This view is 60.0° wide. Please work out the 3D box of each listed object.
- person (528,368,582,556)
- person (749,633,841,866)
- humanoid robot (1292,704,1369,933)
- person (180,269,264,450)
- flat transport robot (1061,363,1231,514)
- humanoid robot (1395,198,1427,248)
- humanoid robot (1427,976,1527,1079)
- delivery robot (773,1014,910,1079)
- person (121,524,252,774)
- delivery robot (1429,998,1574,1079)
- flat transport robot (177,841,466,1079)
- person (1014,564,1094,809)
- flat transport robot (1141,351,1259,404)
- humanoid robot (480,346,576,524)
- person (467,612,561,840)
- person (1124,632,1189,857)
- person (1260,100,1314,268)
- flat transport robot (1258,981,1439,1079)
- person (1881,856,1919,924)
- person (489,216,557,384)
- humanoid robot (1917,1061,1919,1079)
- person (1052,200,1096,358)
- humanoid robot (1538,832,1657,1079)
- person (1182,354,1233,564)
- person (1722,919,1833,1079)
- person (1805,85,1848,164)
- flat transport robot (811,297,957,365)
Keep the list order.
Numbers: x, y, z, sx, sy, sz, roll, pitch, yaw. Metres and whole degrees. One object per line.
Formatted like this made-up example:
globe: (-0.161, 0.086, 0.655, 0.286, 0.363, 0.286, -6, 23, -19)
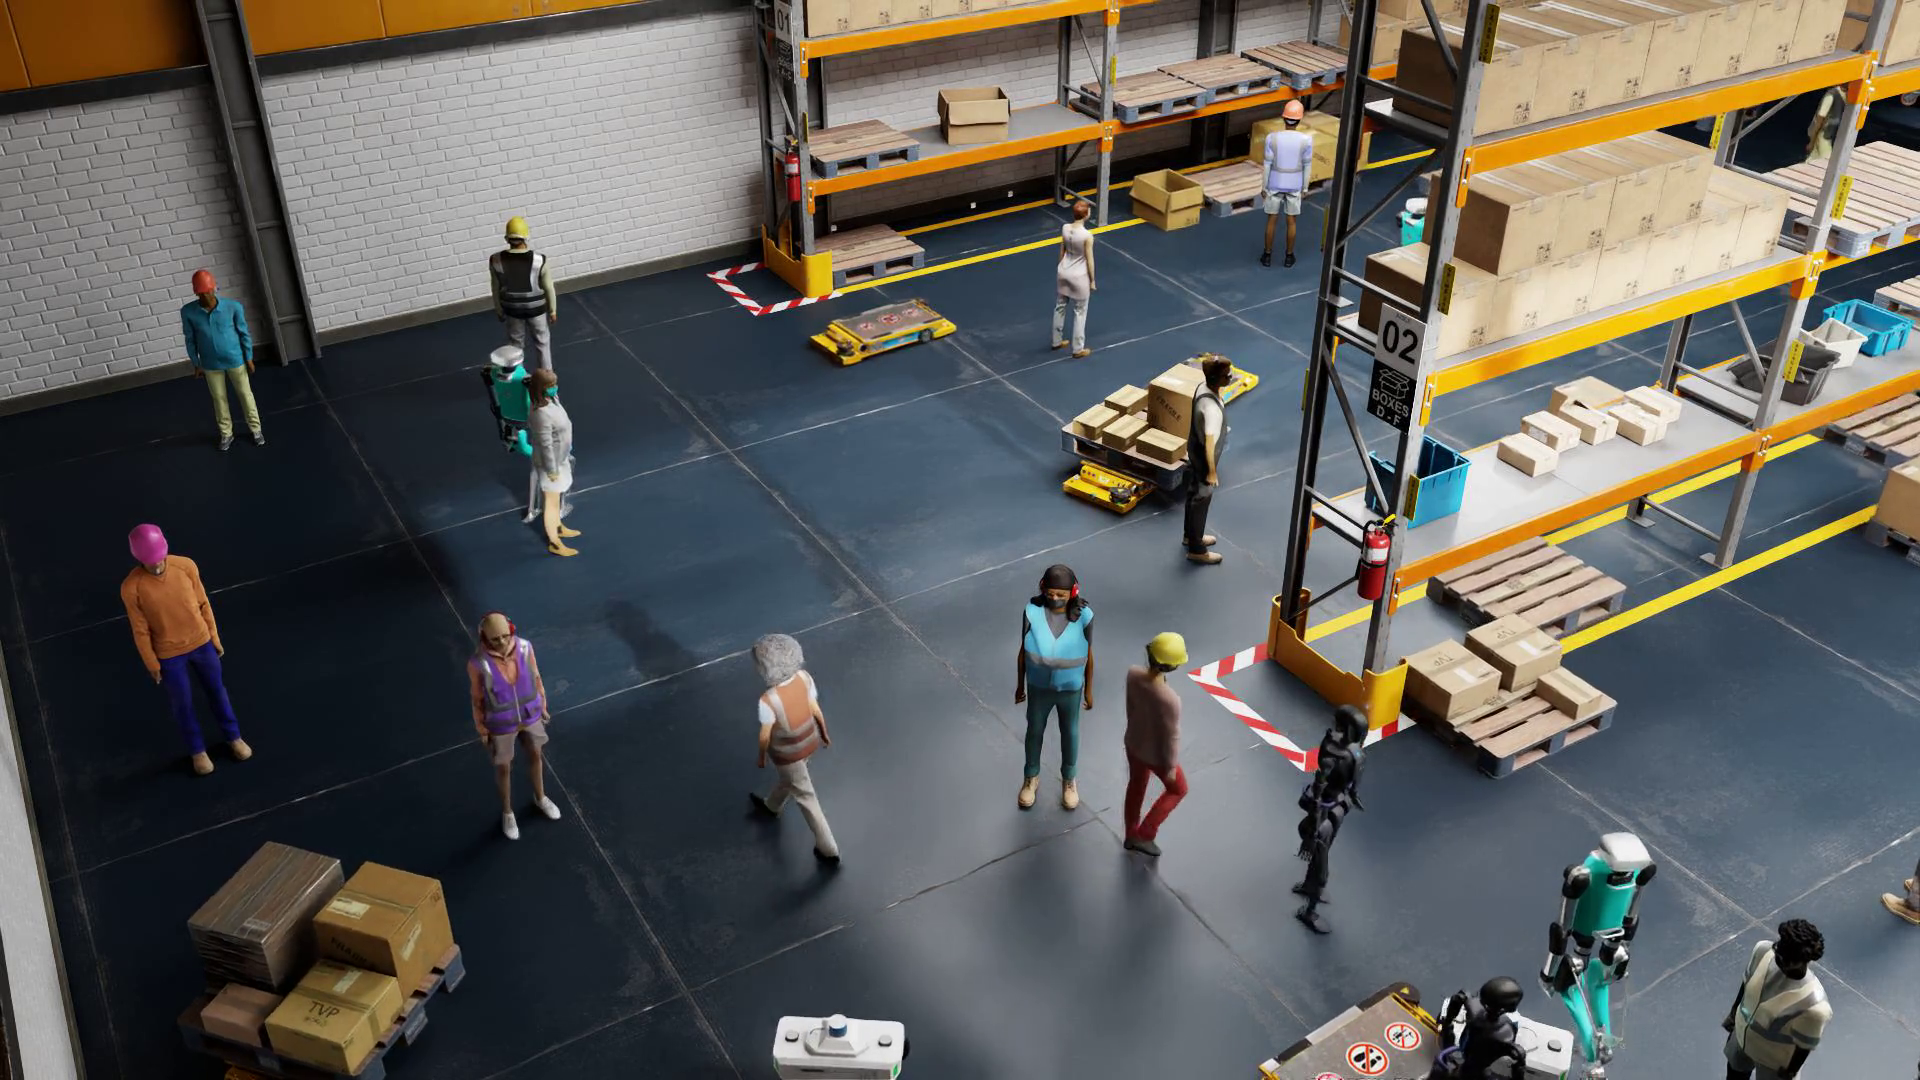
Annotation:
person: (-3.373, -0.668, 13.834, 0.342, 1.659, 0.485, -2, 32, -3)
person: (-1.085, 1.306, 10.706, 0.905, 1.633, 0.469, 23, 39, 32)
humanoid robot: (2.250, 1.638, 10.151, 0.388, 1.647, 0.616, 24, 39, 33)
person: (-6.811, -1.673, 15.350, 0.562, 1.755, 0.322, -10, 33, -15)
flat transport robot: (1.626, -0.695, 15.192, 0.659, 0.231, 1.431, 23, 39, 32)
humanoid robot: (4.802, -2.698, 17.035, 1.065, 1.726, 0.530, -16, 36, -24)
humanoid robot: (2.577, 2.761, 8.384, 0.612, 1.642, 0.596, -16, 35, -24)
delivery robot: (-0.647, 2.885, 9.230, 0.816, 0.613, 0.499, 2, 32, 3)
person: (-5.306, 0.728, 11.328, 0.518, 1.972, 0.404, -26, 40, -35)
delivery robot: (3.011, 2.845, 9.265, 0.774, 0.581, 0.499, 12, 34, 19)
flat transport robot: (-3.652, 2.816, 9.593, 0.659, 0.231, 1.431, 10, 34, 16)
person: (0.627, 0.965, 11.041, 0.530, 1.866, 0.388, 3, 32, 5)
flat transport robot: (2.301, -1.460, 16.412, 0.659, 0.231, 1.431, 23, 39, 32)
humanoid robot: (-3.602, -0.940, 14.196, 0.536, 1.752, 0.797, 11, 34, 17)
person: (-2.919, 1.182, 10.855, 0.492, 1.693, 0.340, -22, 38, -31)
person: (1.243, 1.307, 10.598, 0.379, 1.746, 0.545, -18, 36, -26)
person: (3.713, -4.062, 18.992, 0.550, 1.936, 0.355, 5, 32, 8)
flat transport robot: (2.210, 3.013, 9.279, 1.431, 0.231, 0.659, -21, 38, -29)
person: (6.071, 1.577, 10.157, 0.455, 1.768, 0.340, -21, 38, -30)
person: (-4.238, -2.272, 16.250, 0.600, 1.820, 0.403, -3, 32, -4)
humanoid robot: (4.676, 3.117, 7.737, 0.578, 1.786, 0.802, -7, 33, -11)
person: (1.178, -2.683, 17.062, 0.309, 1.650, 0.435, -28, 41, -37)
humanoid robot: (3.464, 2.421, 8.867, 0.570, 1.790, 0.886, -9, 33, -14)
person: (2.038, -0.679, 13.684, 0.345, 1.846, 0.504, 0, 32, 0)
person: (4.161, 2.602, 8.592, 0.320, 1.693, 0.532, -8, 33, -12)
person: (10.763, -4.948, 20.524, 0.687, 1.796, 0.733, -26, 41, -35)
flat transport robot: (-0.804, -2.221, 17.625, 1.431, 0.231, 0.659, -21, 38, -29)
